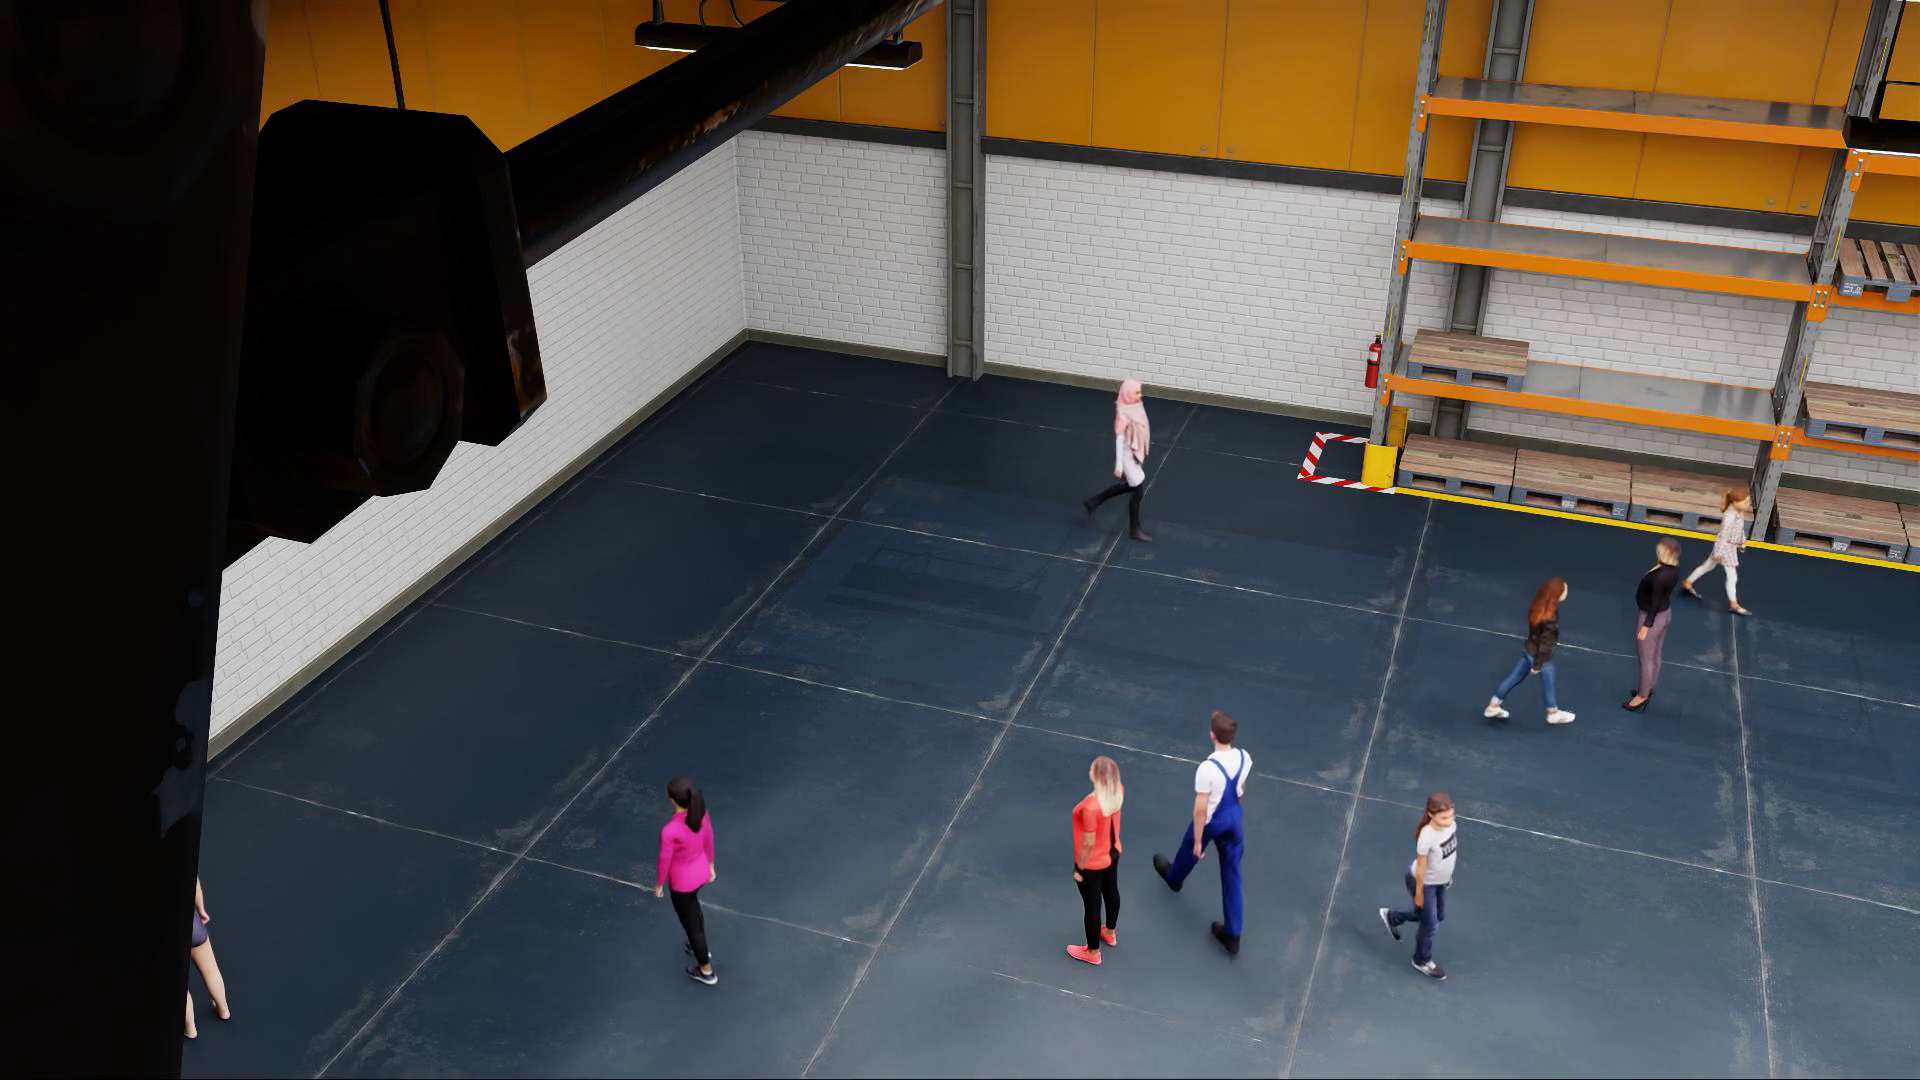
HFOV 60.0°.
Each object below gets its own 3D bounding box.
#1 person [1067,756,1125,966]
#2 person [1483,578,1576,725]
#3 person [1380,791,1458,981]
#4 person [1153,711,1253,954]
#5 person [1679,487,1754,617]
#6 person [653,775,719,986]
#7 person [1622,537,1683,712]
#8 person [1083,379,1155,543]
[{"bbox_3d":[0.976,2.213,11.603,0.626,1.694,0.651,20,34,32],"label":"person"},{"bbox_3d":[4.844,0.966,14.148,1.072,1.444,0.840,-2,29,-4],"label":"person"},{"bbox_3d":[3.199,2.334,11.538,0.899,1.542,0.751,24,37,37],"label":"person"},{"bbox_3d":[1.869,2.090,11.722,1.202,1.795,1.267,-13,31,-22],"label":"person"},{"bbox_3d":[7.287,0.062,15.984,1.002,1.275,0.737,22,35,34],"label":"person"},{"bbox_3d":[-1.785,2.350,11.358,0.677,1.688,0.632,15,32,26],"label":"person"},{"bbox_3d":[5.996,0.725,14.356,0.655,1.670,0.667,22,36,34],"label":"person"},{"bbox_3d":[1.666,-0.836,17.096,1.053,1.785,0.670,13,31,22],"label":"person"}]
